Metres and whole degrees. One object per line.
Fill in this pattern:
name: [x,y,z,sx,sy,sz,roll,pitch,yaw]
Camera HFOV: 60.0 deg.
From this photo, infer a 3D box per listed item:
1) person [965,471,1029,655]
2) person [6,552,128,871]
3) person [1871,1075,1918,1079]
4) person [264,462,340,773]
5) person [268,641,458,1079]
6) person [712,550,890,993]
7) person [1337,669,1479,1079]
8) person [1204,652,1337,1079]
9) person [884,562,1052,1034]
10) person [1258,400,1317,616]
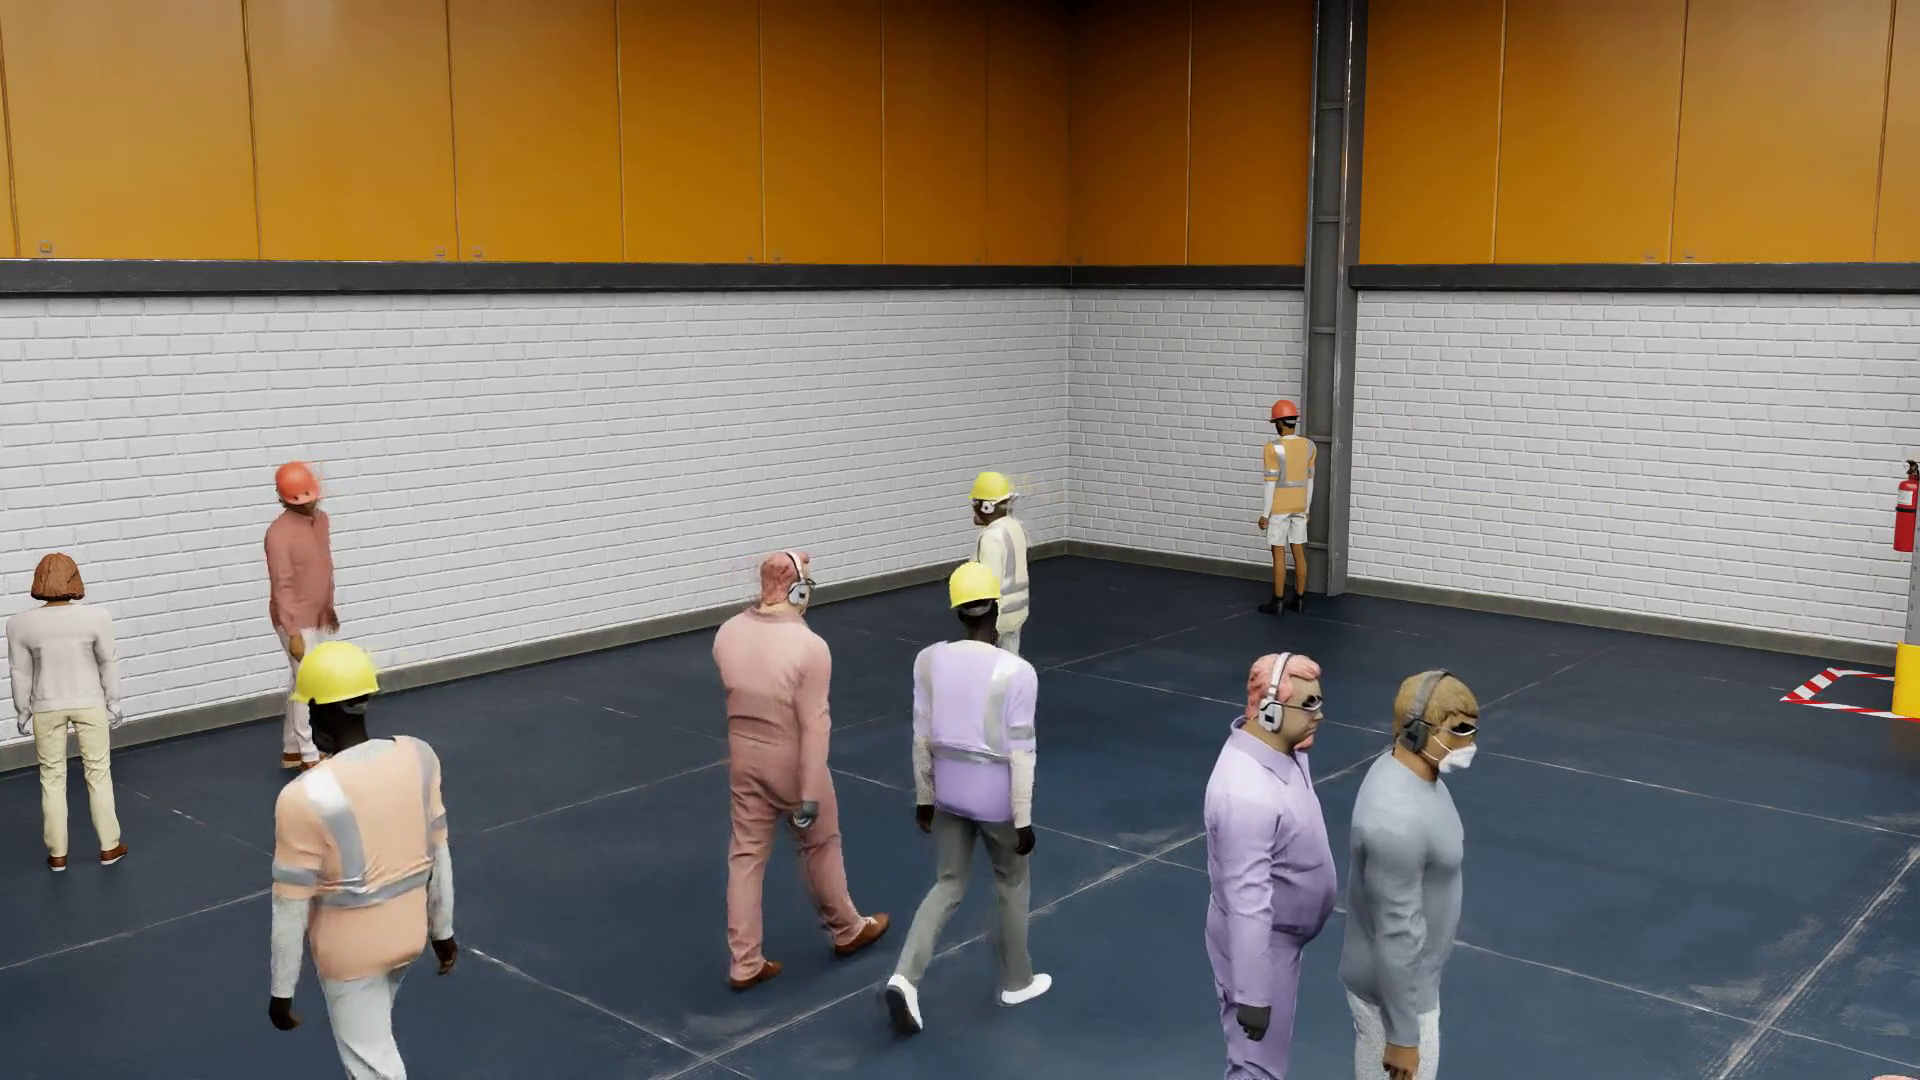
person: [0.175,0.475,10.423,0.518,1.814,0.628,3,10,19]
person: [-4.553,0.874,8.500,0.498,1.634,0.280,-4,10,-21]
person: [1.167,1.681,2.198,0.648,2.023,0.585,-1,9,-7]
person: [-3.972,0.483,10.009,0.483,1.945,0.682,0,9,3]
person: [-1.896,1.256,5.216,0.461,1.909,0.617,4,10,25]
person: [-0.702,0.961,7.197,0.644,1.873,0.857,6,11,33]
person: [1.280,1.312,4.816,0.362,1.932,0.631,3,9,17]
person: [0.962,1.274,5.186,0.400,1.896,0.655,2,9,15]
person: [0.027,1.037,6.712,0.582,1.889,0.843,7,11,36]
person: [2.903,-0.287,14.874,0.542,1.929,0.368,-5,10,-27]
